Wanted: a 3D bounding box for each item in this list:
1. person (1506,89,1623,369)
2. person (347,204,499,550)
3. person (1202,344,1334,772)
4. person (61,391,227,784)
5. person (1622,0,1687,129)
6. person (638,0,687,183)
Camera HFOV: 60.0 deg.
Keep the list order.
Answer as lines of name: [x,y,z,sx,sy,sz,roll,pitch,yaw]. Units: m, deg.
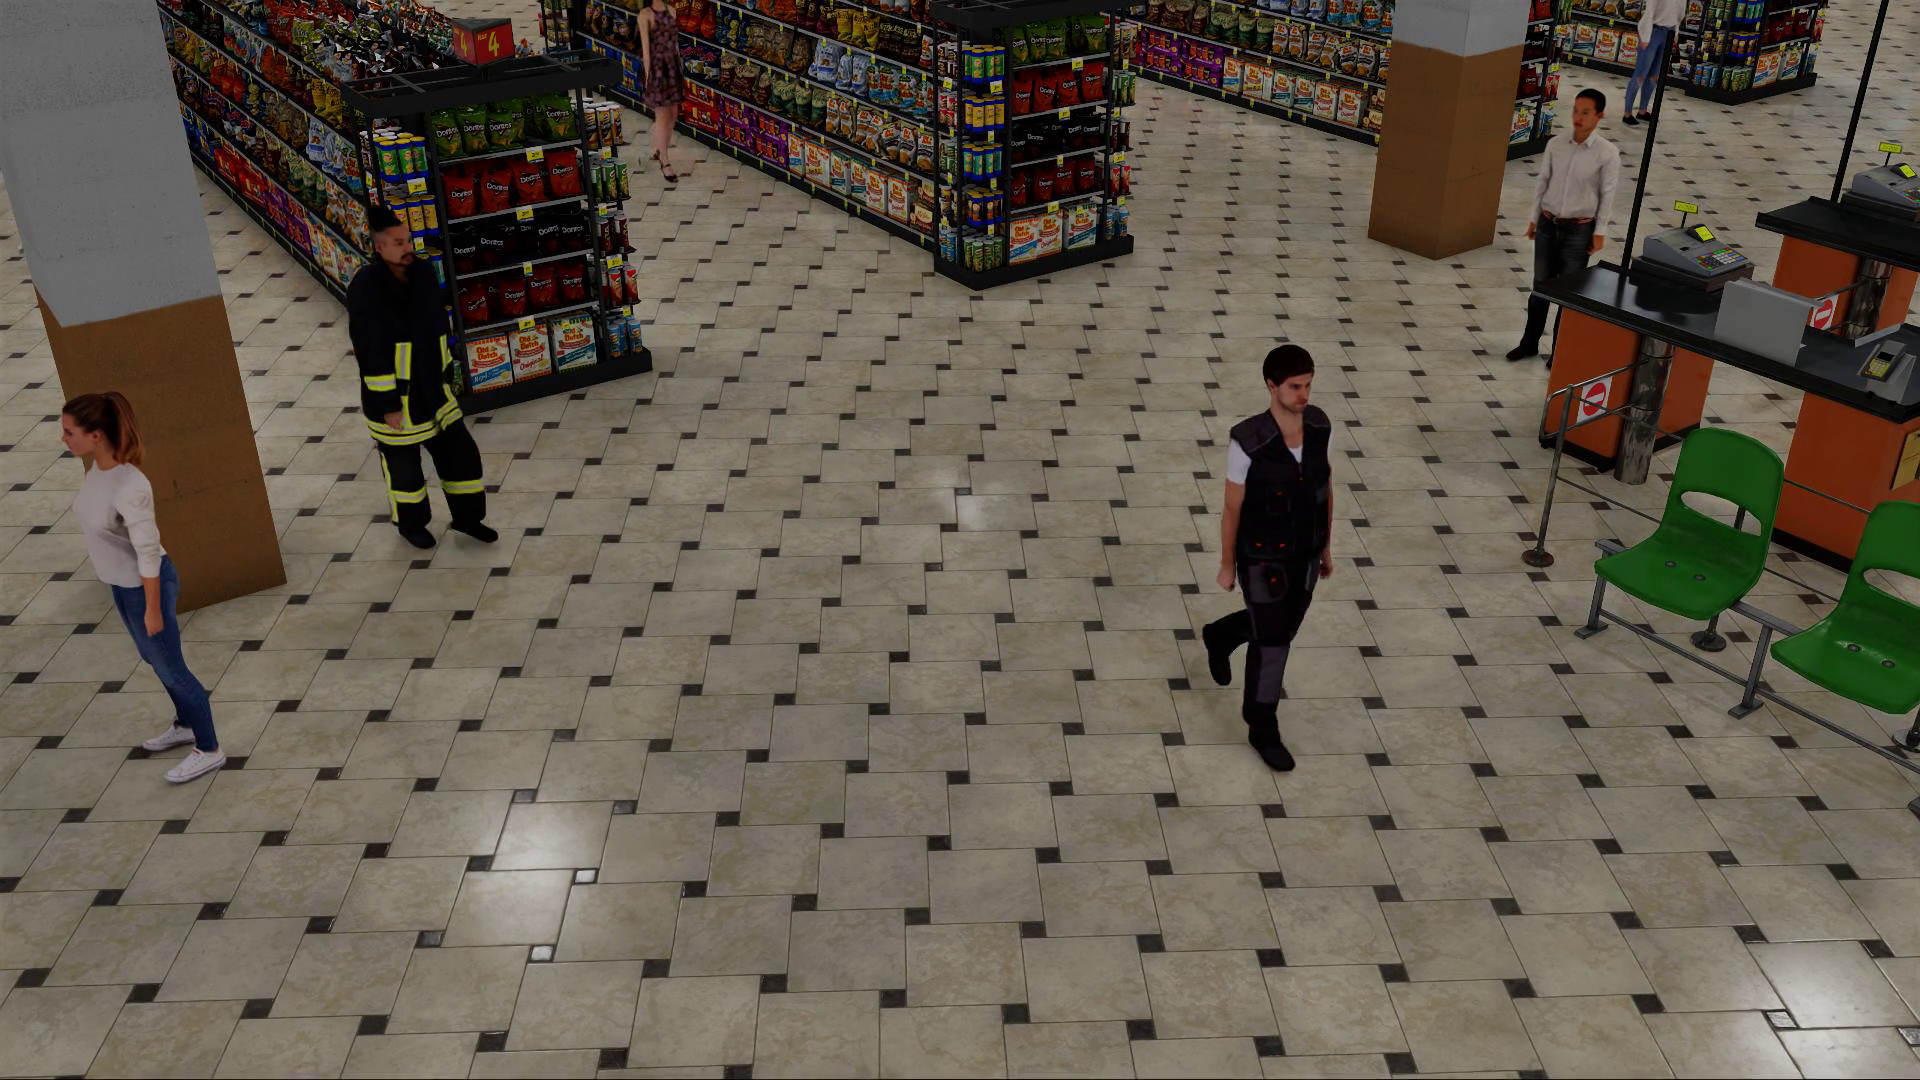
person: [3.918,-2.001,10.713,0.558,1.811,0.758,24,37,37]
person: [-2.880,-0.828,8.523,0.880,1.850,0.854,22,35,34]
person: [1.280,0.013,7.004,0.716,1.830,1.064,-15,32,-25]
person: [-3.327,0.197,6.782,0.681,1.719,0.464,-21,35,-33]
person: [6.737,-4.866,16.084,0.655,1.692,0.607,-13,31,-22]
person: [-2.597,-4.030,14.468,0.792,1.773,0.756,19,34,31]
